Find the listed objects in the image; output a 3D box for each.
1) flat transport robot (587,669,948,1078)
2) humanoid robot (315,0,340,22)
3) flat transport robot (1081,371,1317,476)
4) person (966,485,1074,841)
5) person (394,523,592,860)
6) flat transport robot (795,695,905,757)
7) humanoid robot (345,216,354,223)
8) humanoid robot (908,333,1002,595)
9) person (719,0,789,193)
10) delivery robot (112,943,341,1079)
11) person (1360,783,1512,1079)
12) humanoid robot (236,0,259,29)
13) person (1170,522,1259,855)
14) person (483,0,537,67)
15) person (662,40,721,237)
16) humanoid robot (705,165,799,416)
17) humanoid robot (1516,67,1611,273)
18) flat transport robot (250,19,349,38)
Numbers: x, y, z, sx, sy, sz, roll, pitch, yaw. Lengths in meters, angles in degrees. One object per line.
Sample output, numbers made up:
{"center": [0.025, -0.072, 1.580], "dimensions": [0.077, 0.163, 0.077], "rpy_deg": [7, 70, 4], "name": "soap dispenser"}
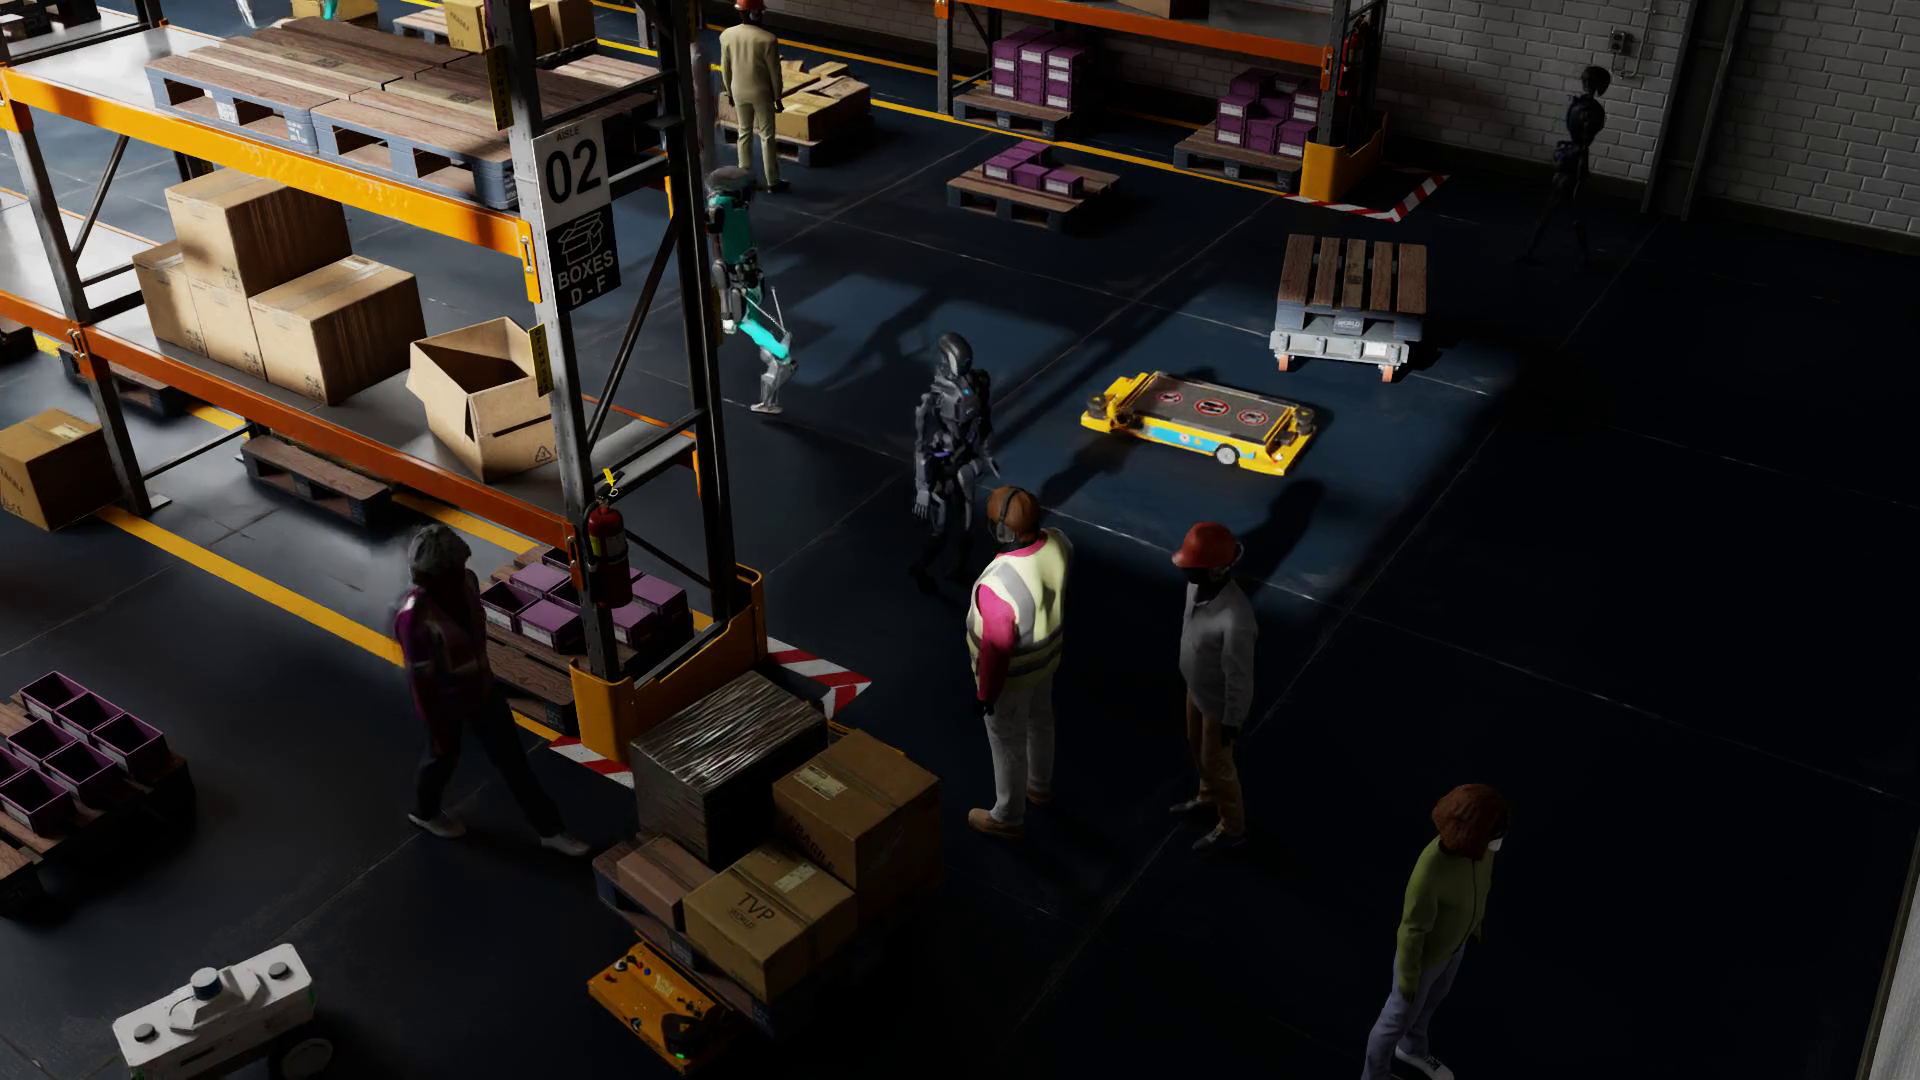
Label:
{"center": [-0.853, 1.695, 7.268], "dimensions": [0.659, 0.231, 1.431], "rpy_deg": [27, 42, 35], "name": "flat transport robot"}
{"center": [-6.675, -5.912, 17.663], "dimensions": [0.774, 1.826, 0.536], "rpy_deg": [20, 38, 28], "name": "humanoid robot"}
{"center": [1.597, -0.806, 11.113], "dimensions": [1.431, 0.231, 0.659], "rpy_deg": [17, 37, 24], "name": "flat transport robot"}
{"center": [0.245, 0.560, 7.573], "dimensions": [0.429, 1.839, 0.633], "rpy_deg": [20, 38, 27], "name": "person"}
{"center": [-2.206, 0.691, 7.415], "dimensions": [0.969, 1.789, 0.536], "rpy_deg": [14, 36, 21], "name": "person"}
{"center": [-0.936, 1.273, 7.916], "dimensions": [0.659, 0.231, 1.431], "rpy_deg": [20, 38, 27], "name": "flat transport robot"}
{"center": [-5.446, -3.467, 13.859], "dimensions": [0.546, 1.714, 1.031], "rpy_deg": [-23, 40, -31], "name": "humanoid robot"}
{"center": [-0.061, -0.431, 9.264], "dimensions": [0.587, 1.654, 0.423], "rpy_deg": [-28, 42, -36], "name": "humanoid robot"}
{"center": [-1.789, -3.913, 14.528], "dimensions": [0.563, 1.748, 0.336], "rpy_deg": [12, 35, 17], "name": "person"}
{"center": [-2.920, 1.946, 6.634], "dimensions": [0.813, 0.610, 0.499], "rpy_deg": [-23, 39, -31], "name": "delivery robot"}
{"center": [1.803, 1.538, 6.267], "dimensions": [0.496, 1.626, 0.286], "rpy_deg": [-27, 42, -35], "name": "person"}
{"center": [-8.341, -6.773, 18.957], "dimensions": [0.851, 1.799, 0.554], "rpy_deg": [28, 42, 36], "name": "humanoid robot"}
{"center": [1.122, 0.668, 7.511], "dimensions": [0.420, 1.730, 0.562], "rpy_deg": [-8, 34, -13], "name": "person"}
{"center": [-4.040, -4.365, 15.042], "dimensions": [0.494, 1.950, 0.425], "rpy_deg": [14, 36, 20], "name": "person"}
{"center": [-2.230, -3.401, 13.589], "dimensions": [0.629, 1.914, 0.711], "rpy_deg": [-15, 36, -21], "name": "person"}
{"center": [-1.265, -1.526, 10.921], "dimensions": [0.759, 1.845, 0.551], "rpy_deg": [9, 34, 14], "name": "humanoid robot"}
{"center": [4.883, -2.909, 13.082], "dimensions": [0.759, 1.631, 0.585], "rpy_deg": [6, 33, 9], "name": "humanoid robot"}
{"center": [-6.409, -4.066, 16.123], "dimensions": [1.431, 0.231, 0.659], "rpy_deg": [6, 34, 9], "name": "flat transport robot"}
